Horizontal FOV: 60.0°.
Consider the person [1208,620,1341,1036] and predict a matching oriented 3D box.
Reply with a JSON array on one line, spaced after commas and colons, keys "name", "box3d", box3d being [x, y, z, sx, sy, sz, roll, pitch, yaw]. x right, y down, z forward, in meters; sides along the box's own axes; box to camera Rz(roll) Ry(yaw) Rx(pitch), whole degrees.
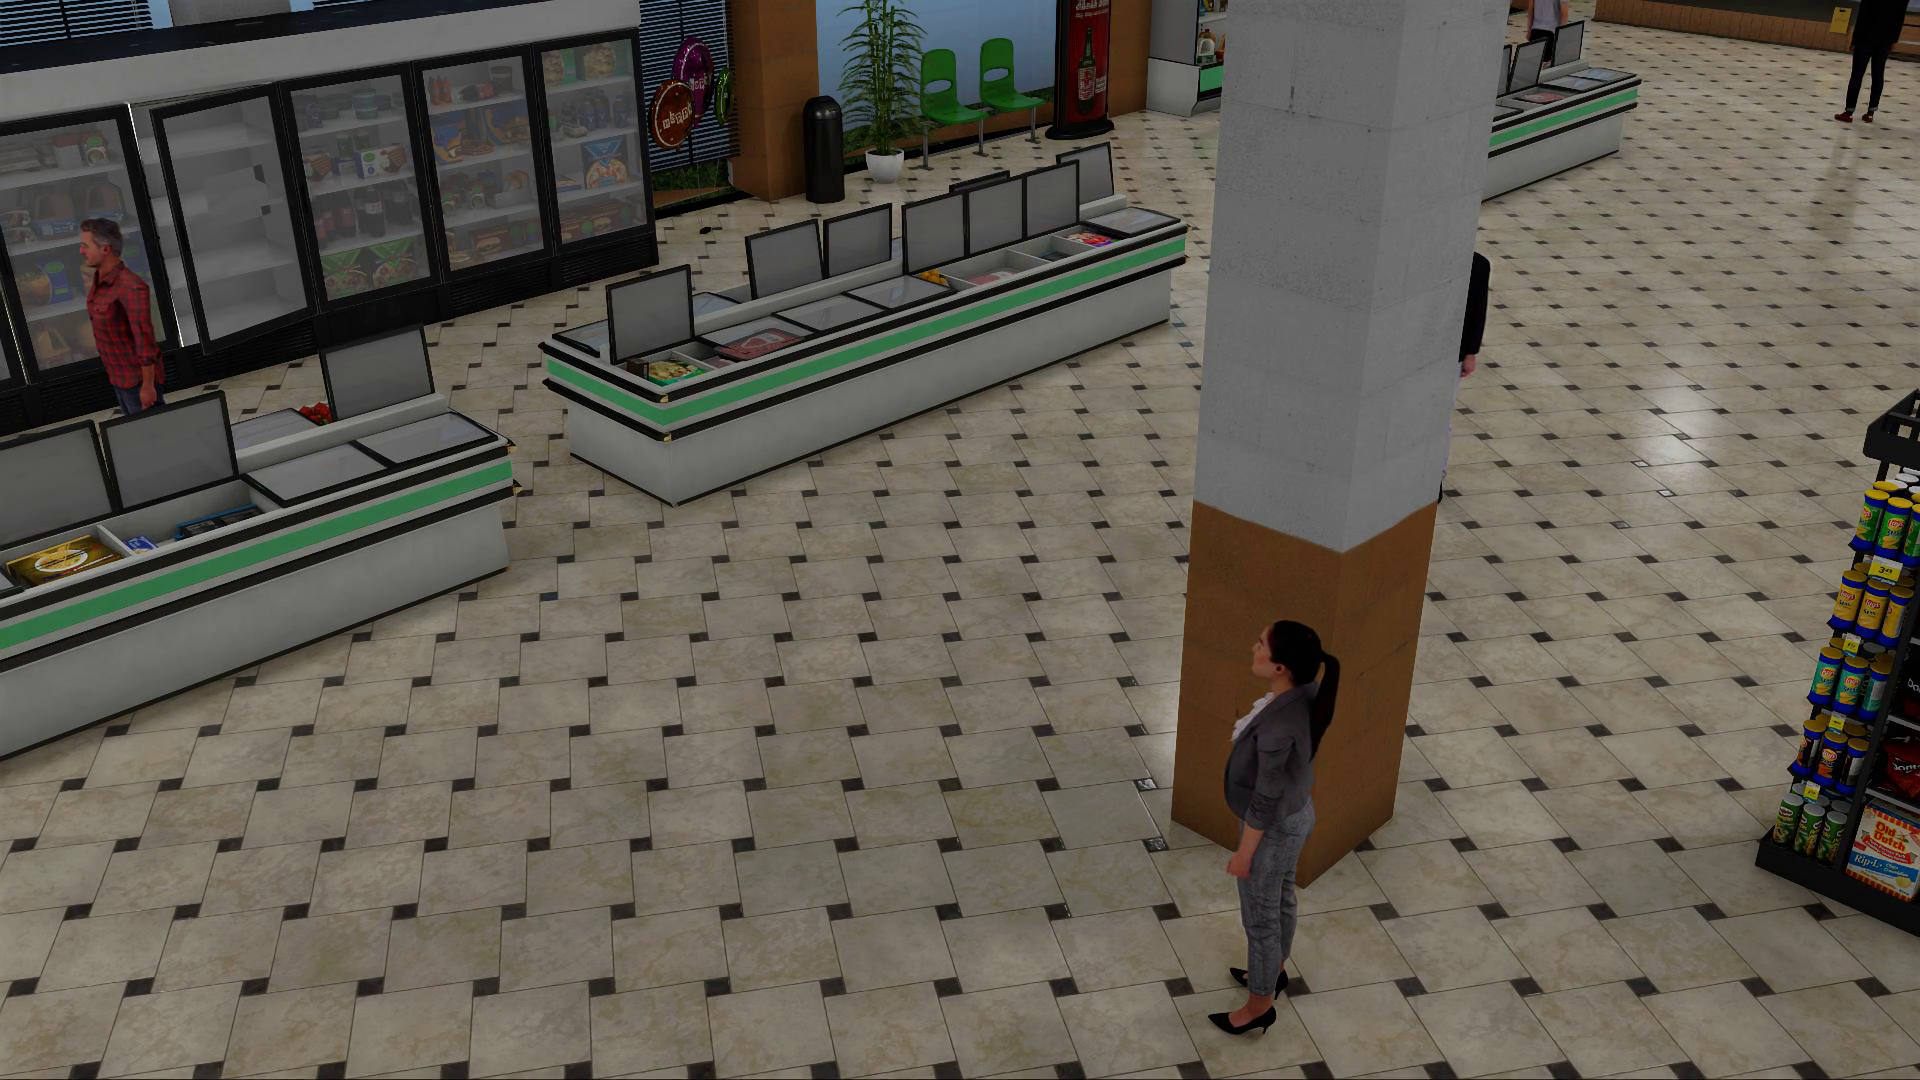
[{"name": "person", "box3d": [1.104, 1.021, 5.859, 0.753, 1.679, 0.636, 13, 30, 24]}]

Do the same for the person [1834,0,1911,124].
[{"name": "person", "box3d": [10.402, -5.677, 18.912, 0.784, 1.818, 0.832, 1, 27, 3]}]

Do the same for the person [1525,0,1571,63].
[{"name": "person", "box3d": [6.741, -5.826, 19.158, 0.592, 1.862, 0.709, -17, 32, -31]}]

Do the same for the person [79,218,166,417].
[{"name": "person", "box3d": [-4.757, -0.965, 9.608, 0.548, 1.830, 0.702, -22, 34, -36]}]
